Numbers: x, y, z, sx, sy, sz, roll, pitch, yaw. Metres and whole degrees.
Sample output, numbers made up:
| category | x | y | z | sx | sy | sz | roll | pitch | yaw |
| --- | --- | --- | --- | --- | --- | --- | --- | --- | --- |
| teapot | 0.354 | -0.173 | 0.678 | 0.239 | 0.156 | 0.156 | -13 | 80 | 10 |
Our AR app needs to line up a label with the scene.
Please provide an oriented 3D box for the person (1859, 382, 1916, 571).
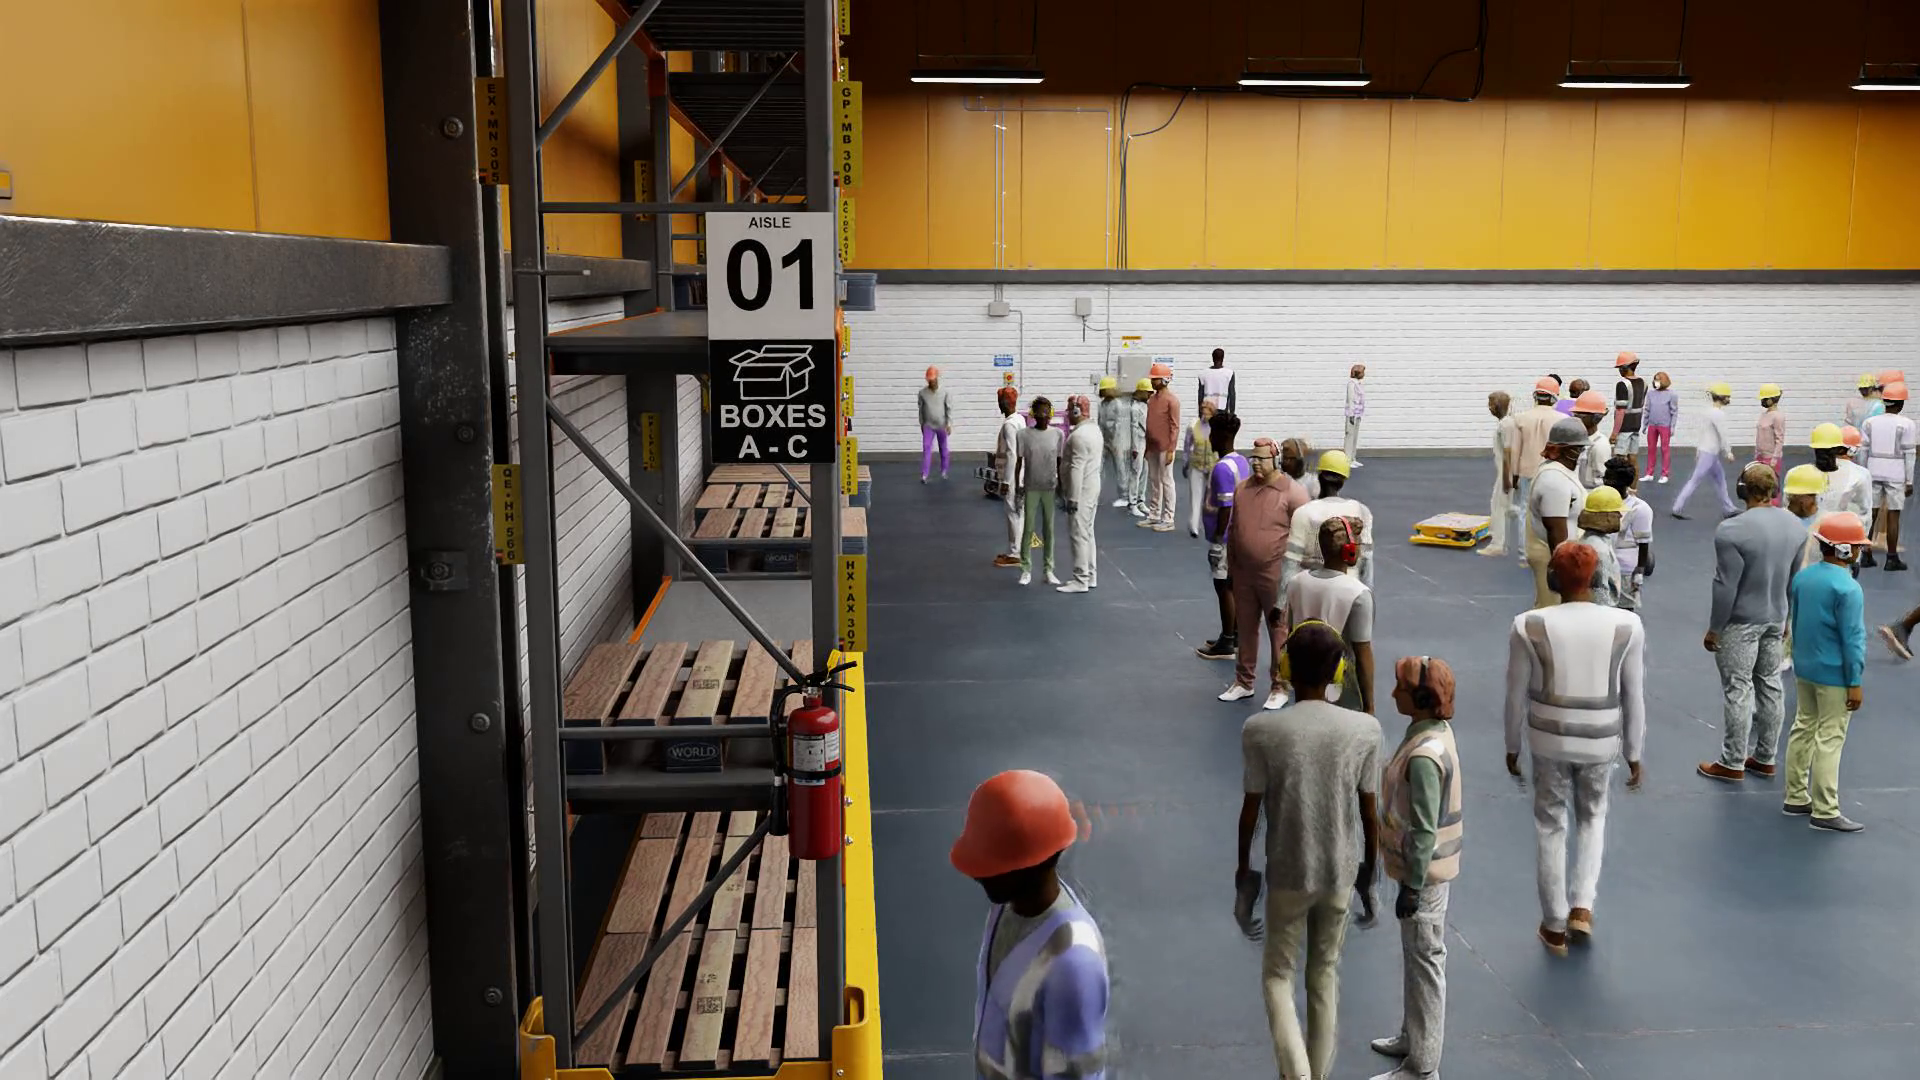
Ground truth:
| category | x | y | z | sx | sy | sz | roll | pitch | yaw |
| --- | --- | --- | --- | --- | --- | --- | --- | --- | --- |
| person | 9.560 | -0.654 | 17.142 | 0.360 | 1.939 | 0.543 | -6 | 11 | -35 |

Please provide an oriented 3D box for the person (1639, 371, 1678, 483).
| category | x | y | z | sx | sy | sz | roll | pitch | yaw |
| --- | --- | --- | --- | --- | --- | --- | --- | --- | --- |
| person | 10.238 | -1.650 | 24.347 | 0.270 | 1.632 | 0.504 | -7 | 11 | -36 |

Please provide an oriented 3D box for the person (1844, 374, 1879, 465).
| category | x | y | z | sx | sy | sz | roll | pitch | yaw |
| --- | --- | --- | --- | --- | --- | --- | --- | --- | --- |
| person | 11.775 | -1.282 | 21.665 | 0.340 | 1.761 | 0.529 | -8 | 12 | -42 |

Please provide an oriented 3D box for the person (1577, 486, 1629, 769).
| category | x | y | z | sx | sy | sz | roll | pitch | yaw |
| --- | --- | --- | --- | --- | --- | --- | --- | --- | --- |
| person | 3.943 | 0.531 | 10.310 | 0.298 | 1.745 | 0.484 | 1 | 9 | 8 |

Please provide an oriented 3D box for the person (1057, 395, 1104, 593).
| category | x | y | z | sx | sy | sz | roll | pitch | yaw |
| --- | --- | --- | --- | --- | --- | --- | --- | --- | --- |
| person | 1.151 | -0.445 | 15.973 | 0.402 | 1.896 | 0.658 | 3 | 9 | 17 |

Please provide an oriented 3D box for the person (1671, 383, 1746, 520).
| category | x | y | z | sx | sy | sz | roll | pitch | yaw |
| --- | --- | --- | --- | --- | --- | --- | --- | --- | --- |
| person | 9.321 | -1.089 | 20.591 | 0.962 | 1.709 | 0.523 | 2 | 9 | 13 |

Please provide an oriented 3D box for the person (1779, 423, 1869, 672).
| category | x | y | z | sx | sy | sz | roll | pitch | yaw |
| --- | --- | --- | --- | --- | --- | --- | --- | --- | --- |
| person | 6.515 | 0.074 | 12.602 | 0.589 | 1.928 | 0.385 | 7 | 12 | 38 |

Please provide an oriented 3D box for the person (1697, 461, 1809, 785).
| category | x | y | z | sx | sy | sz | roll | pitch | yaw |
| --- | --- | --- | --- | --- | --- | --- | --- | --- | --- |
| person | 4.718 | 0.495 | 9.934 | 0.630 | 1.938 | 0.373 | -3 | 10 | -20 |

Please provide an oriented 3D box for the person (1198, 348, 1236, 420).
| category | x | y | z | sx | sy | sz | roll | pitch | yaw |
| --- | --- | --- | --- | --- | --- | --- | --- | --- | --- |
| person | 3.961 | -1.998 | 25.663 | 0.589 | 1.914 | 0.392 | 4 | 10 | 22 |

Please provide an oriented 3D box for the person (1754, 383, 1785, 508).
| category | x | y | z | sx | sy | sz | roll | pitch | yaw |
| --- | --- | --- | --- | --- | --- | --- | --- | --- | --- |
| person | 9.574 | -0.980 | 19.742 | 0.317 | 1.765 | 0.522 | 0 | 9 | 1 |

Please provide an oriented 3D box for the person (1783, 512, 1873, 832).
| category | x | y | z | sx | sy | sz | roll | pitch | yaw |
| --- | --- | --- | --- | --- | --- | --- | --- | --- | --- |
| person | 4.784 | 0.712 | 9.141 | 0.325 | 1.752 | 0.563 | -1 | 9 | -4 |

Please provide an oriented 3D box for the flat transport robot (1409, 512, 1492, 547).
| category | x | y | z | sx | sy | sz | roll | pitch | yaw |
| --- | --- | --- | --- | --- | --- | --- | --- | --- | --- |
| flat transport robot | 5.693 | -0.128 | 19.060 | 0.652 | 0.197 | 1.431 | 6 | 11 | 32 |

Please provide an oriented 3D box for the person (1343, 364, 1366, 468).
| category | x | y | z | sx | sy | sz | roll | pitch | yaw |
| --- | --- | --- | --- | --- | --- | --- | --- | --- | --- |
| person | 6.231 | -1.954 | 26.271 | 0.314 | 1.633 | 0.515 | 5 | 10 | 29 |

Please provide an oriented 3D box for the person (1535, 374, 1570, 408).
| category | x | y | z | sx | sy | sz | roll | pitch | yaw |
| --- | --- | --- | --- | --- | --- | --- | --- | --- | --- |
| person | 8.154 | -1.445 | 22.910 | 0.537 | 1.688 | 0.321 | 5 | 11 | 31 |

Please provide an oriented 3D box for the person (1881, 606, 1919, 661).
| category | x | y | z | sx | sy | sz | roll | pitch | yaw |
| --- | --- | --- | --- | --- | --- | --- | --- | --- | --- |
| person | 7.615 | 0.053 | 12.759 | 0.762 | 1.934 | 0.700 | 2 | 9 | 15 |

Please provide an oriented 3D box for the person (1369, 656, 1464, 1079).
| category | x | y | z | sx | sy | sz | roll | pitch | yaw |
| --- | --- | --- | --- | --- | --- | --- | --- | --- | --- |
| person | 1.715 | 1.235 | 6.218 | 0.309 | 1.641 | 0.514 | 3 | 9 | 16 |

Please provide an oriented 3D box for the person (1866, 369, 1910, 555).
| category | x | y | z | sx | sy | sz | roll | pitch | yaw |
| --- | --- | --- | --- | --- | --- | --- | --- | --- | --- |
| person | 10.111 | -0.842 | 18.079 | 0.653 | 2.022 | 0.616 | 4 | 10 | 24 |

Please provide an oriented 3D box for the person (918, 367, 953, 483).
| category | x | y | z | sx | sy | sz | roll | pitch | yaw |
| --- | --- | --- | --- | --- | --- | --- | --- | --- | --- |
| person | -0.353 | -1.705 | 24.513 | 0.562 | 1.702 | 0.890 | 2 | 9 | 12 |

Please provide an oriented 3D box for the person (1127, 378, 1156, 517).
| category | x | y | z | sx | sy | sz | roll | pitch | yaw |
| --- | --- | --- | --- | --- | --- | --- | --- | --- | --- |
| person | 2.315 | -1.171 | 20.998 | 0.319 | 1.742 | 0.492 | 6 | 11 | 32 |

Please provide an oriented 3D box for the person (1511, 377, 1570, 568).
| category | x | y | z | sx | sy | sz | roll | pitch | yaw |
| --- | --- | --- | --- | --- | --- | --- | --- | --- | --- |
| person | 6.015 | -0.688 | 17.185 | 0.622 | 1.991 | 0.396 | 6 | 11 | 33 |

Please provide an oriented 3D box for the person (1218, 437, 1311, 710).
| category | x | y | z | sx | sy | sz | roll | pitch | yaw |
| --- | --- | --- | --- | --- | --- | --- | --- | --- | --- |
| person | 2.123 | 0.231 | 11.686 | 0.641 | 1.909 | 0.409 | 9 | 13 | 43 |

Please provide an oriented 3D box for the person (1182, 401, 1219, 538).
| category | x | y | z | sx | sy | sz | roll | pitch | yaw |
| --- | --- | --- | --- | --- | --- | --- | --- | --- | --- |
| person | 2.837 | -0.823 | 19.313 | 0.521 | 1.585 | 0.882 | 2 | 9 | 12 |

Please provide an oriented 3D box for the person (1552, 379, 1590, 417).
| category | x | y | z | sx | sy | sz | roll | pitch | yaw |
| --- | --- | --- | --- | --- | --- | --- | --- | --- | --- |
| person | 7.211 | -0.980 | 19.567 | 0.431 | 1.832 | 0.642 | -6 | 11 | -35 |

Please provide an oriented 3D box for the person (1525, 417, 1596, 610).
| category | x | y | z | sx | sy | sz | roll | pitch | yaw |
| --- | --- | --- | --- | --- | --- | --- | --- | --- | --- |
| person | 4.316 | 0.133 | 11.882 | 0.536 | 2.000 | 0.688 | 2 | 9 | 15 |

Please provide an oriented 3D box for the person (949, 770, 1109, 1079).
| category | x | y | z | sx | sy | sz | roll | pitch | yaw |
| --- | --- | --- | --- | --- | --- | --- | --- | --- | --- |
| person | 0.177 | 1.450 | 4.042 | 0.462 | 1.904 | 0.601 | -2 | 9 | -14 |

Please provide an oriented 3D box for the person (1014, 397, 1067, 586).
| category | x | y | z | sx | sy | sz | roll | pitch | yaw |
| --- | --- | --- | --- | --- | --- | --- | --- | --- | --- |
| person | 0.803 | -0.468 | 16.277 | 0.560 | 1.854 | 0.509 | -2 | 9 | -11 |

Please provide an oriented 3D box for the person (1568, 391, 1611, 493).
| category | x | y | z | sx | sy | sz | roll | pitch | yaw |
| --- | --- | --- | --- | --- | --- | --- | --- | --- | --- |
| person | 5.364 | -0.259 | 14.319 | 0.363 | 2.048 | 0.612 | 0 | 9 | 2 |

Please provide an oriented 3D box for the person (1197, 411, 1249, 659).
| category | x | y | z | sx | sy | sz | roll | pitch | yaw |
| --- | --- | --- | --- | --- | --- | --- | --- | --- | --- |
| person | 2.096 | -0.039 | 13.195 | 0.361 | 1.964 | 0.617 | 4 | 10 | 22 |

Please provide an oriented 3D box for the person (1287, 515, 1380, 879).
| category | x | y | z | sx | sy | sz | roll | pitch | yaw |
| --- | --- | --- | --- | --- | --- | --- | --- | --- | --- |
| person | 1.852 | 0.793 | 8.342 | 0.388 | 1.848 | 0.564 | -5 | 11 | -30 |

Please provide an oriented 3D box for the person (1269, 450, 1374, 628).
| category | x | y | z | sx | sy | sz | roll | pitch | yaw |
| --- | --- | --- | --- | --- | --- | --- | --- | --- | --- |
| person | 2.346 | 0.376 | 10.815 | 0.722 | 1.901 | 0.435 | -4 | 10 | -22 |

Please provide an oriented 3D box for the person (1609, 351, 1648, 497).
| category | x | y | z | sx | sy | sz | roll | pitch | yaw |
| --- | --- | --- | --- | --- | --- | --- | --- | --- | --- |
| person | 8.793 | -1.474 | 21.995 | 0.605 | 2.036 | 0.383 | -7 | 12 | -39 |

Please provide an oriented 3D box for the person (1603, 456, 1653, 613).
| category | x | y | z | sx | sy | sz | roll | pitch | yaw |
| --- | --- | --- | --- | --- | --- | --- | --- | --- | --- |
| person | 4.866 | 0.225 | 12.386 | 0.316 | 1.695 | 0.541 | -6 | 11 | -34 |

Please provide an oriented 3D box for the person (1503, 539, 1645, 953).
| category | x | y | z | sx | sy | sz | roll | pitch | yaw |
| --- | --- | --- | --- | --- | --- | --- | --- | --- | --- |
| person | 2.743 | 0.919 | 7.478 | 0.592 | 1.868 | 0.442 | 2 | 9 | 10 |

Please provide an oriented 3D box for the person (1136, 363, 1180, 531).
| category | x | y | z | sx | sy | sz | roll | pitch | yaw |
| --- | --- | --- | --- | --- | --- | --- | --- | --- | --- |
| person | 2.381 | -1.108 | 19.815 | 0.375 | 1.995 | 0.611 | -5 | 10 | -26 |

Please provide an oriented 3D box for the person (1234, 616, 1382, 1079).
| category | x | y | z | sx | sy | sz | roll | pitch | yaw |
| --- | --- | --- | --- | --- | --- | --- | --- | --- | --- |
| person | 1.228 | 1.207 | 5.768 | 0.533 | 1.852 | 0.576 | 0 | 9 | -2 |

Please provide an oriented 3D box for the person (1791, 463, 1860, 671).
| category | x | y | z | sx | sy | sz | roll | pitch | yaw |
| --- | --- | --- | --- | --- | --- | --- | --- | --- | --- |
| person | 6.564 | 0.213 | 12.654 | 0.500 | 1.632 | 0.280 | 7 | 11 | 36 |

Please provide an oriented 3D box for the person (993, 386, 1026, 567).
| category | x | y | z | sx | sy | sz | roll | pitch | yaw |
| --- | --- | --- | --- | --- | --- | --- | --- | --- | --- |
| person | 0.528 | -0.663 | 17.365 | 0.355 | 1.886 | 0.572 | 2 | 9 | 12 |

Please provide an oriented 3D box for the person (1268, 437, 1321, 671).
| category | x | y | z | sx | sy | sz | roll | pitch | yaw |
| --- | --- | --- | --- | --- | --- | --- | --- | --- | --- |
| person | 2.645 | 0.105 | 12.756 | 0.594 | 1.824 | 0.555 | -5 | 10 | -28 |

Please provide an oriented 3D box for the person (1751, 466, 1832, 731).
| category | x | y | z | sx | sy | sz | roll | pitch | yaw |
| --- | --- | --- | --- | --- | --- | --- | --- | --- | --- |
| person | 5.530 | 0.398 | 11.008 | 0.971 | 1.777 | 0.611 | -6 | 11 | -33 |
